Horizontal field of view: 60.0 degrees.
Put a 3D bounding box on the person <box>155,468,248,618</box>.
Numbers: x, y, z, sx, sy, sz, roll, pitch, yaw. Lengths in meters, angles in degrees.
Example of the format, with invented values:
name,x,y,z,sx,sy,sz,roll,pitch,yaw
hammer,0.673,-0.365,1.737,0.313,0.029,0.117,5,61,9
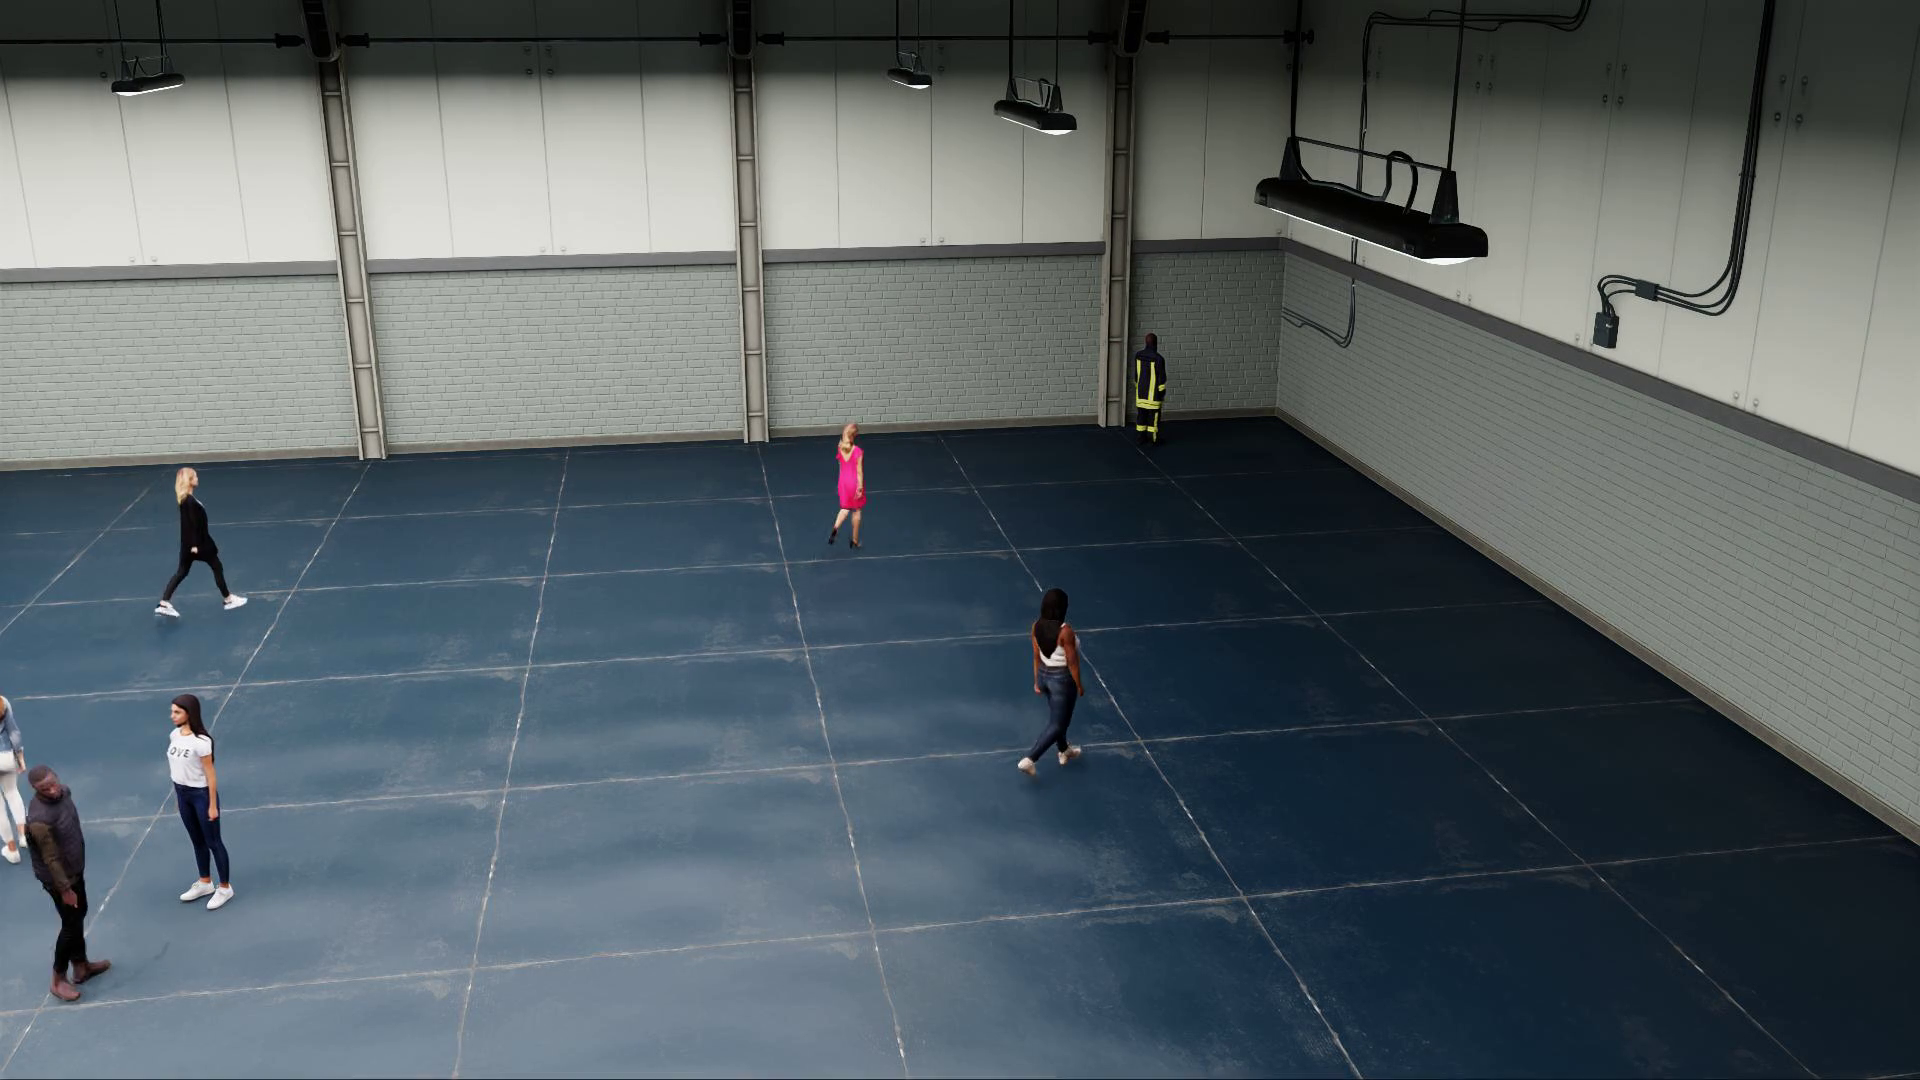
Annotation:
name,x,y,z,sx,sy,sz,roll,pitch,yaw
person,-8.901,0.081,19.113,1.307,1.756,1.045,-15,23,-38

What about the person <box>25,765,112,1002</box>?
name,x,y,z,sx,sy,sz,roll,pitch,yaw
person,-6.438,2.381,11.963,0.618,1.809,0.768,-10,21,-28

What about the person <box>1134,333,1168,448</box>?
name,x,y,z,sx,sy,sz,roll,pitch,yaw
person,3.053,-2.430,26.716,0.865,1.822,0.896,16,24,40

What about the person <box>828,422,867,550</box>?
name,x,y,z,sx,sy,sz,roll,pitch,yaw
person,-1.473,-0.671,21.493,0.887,1.711,0.949,13,22,34

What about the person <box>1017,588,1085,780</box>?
name,x,y,z,sx,sy,sz,roll,pitch,yaw
person,0.831,1.344,15.194,1.228,1.782,1.004,-14,23,-37

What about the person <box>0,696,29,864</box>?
name,x,y,z,sx,sy,sz,roll,pitch,yaw
person,-7.950,1.881,13.716,0.751,1.675,0.824,-14,23,-37

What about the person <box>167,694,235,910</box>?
name,x,y,z,sx,sy,sz,roll,pitch,yaw
person,-5.983,2.034,13.085,0.651,1.774,0.729,10,20,27
